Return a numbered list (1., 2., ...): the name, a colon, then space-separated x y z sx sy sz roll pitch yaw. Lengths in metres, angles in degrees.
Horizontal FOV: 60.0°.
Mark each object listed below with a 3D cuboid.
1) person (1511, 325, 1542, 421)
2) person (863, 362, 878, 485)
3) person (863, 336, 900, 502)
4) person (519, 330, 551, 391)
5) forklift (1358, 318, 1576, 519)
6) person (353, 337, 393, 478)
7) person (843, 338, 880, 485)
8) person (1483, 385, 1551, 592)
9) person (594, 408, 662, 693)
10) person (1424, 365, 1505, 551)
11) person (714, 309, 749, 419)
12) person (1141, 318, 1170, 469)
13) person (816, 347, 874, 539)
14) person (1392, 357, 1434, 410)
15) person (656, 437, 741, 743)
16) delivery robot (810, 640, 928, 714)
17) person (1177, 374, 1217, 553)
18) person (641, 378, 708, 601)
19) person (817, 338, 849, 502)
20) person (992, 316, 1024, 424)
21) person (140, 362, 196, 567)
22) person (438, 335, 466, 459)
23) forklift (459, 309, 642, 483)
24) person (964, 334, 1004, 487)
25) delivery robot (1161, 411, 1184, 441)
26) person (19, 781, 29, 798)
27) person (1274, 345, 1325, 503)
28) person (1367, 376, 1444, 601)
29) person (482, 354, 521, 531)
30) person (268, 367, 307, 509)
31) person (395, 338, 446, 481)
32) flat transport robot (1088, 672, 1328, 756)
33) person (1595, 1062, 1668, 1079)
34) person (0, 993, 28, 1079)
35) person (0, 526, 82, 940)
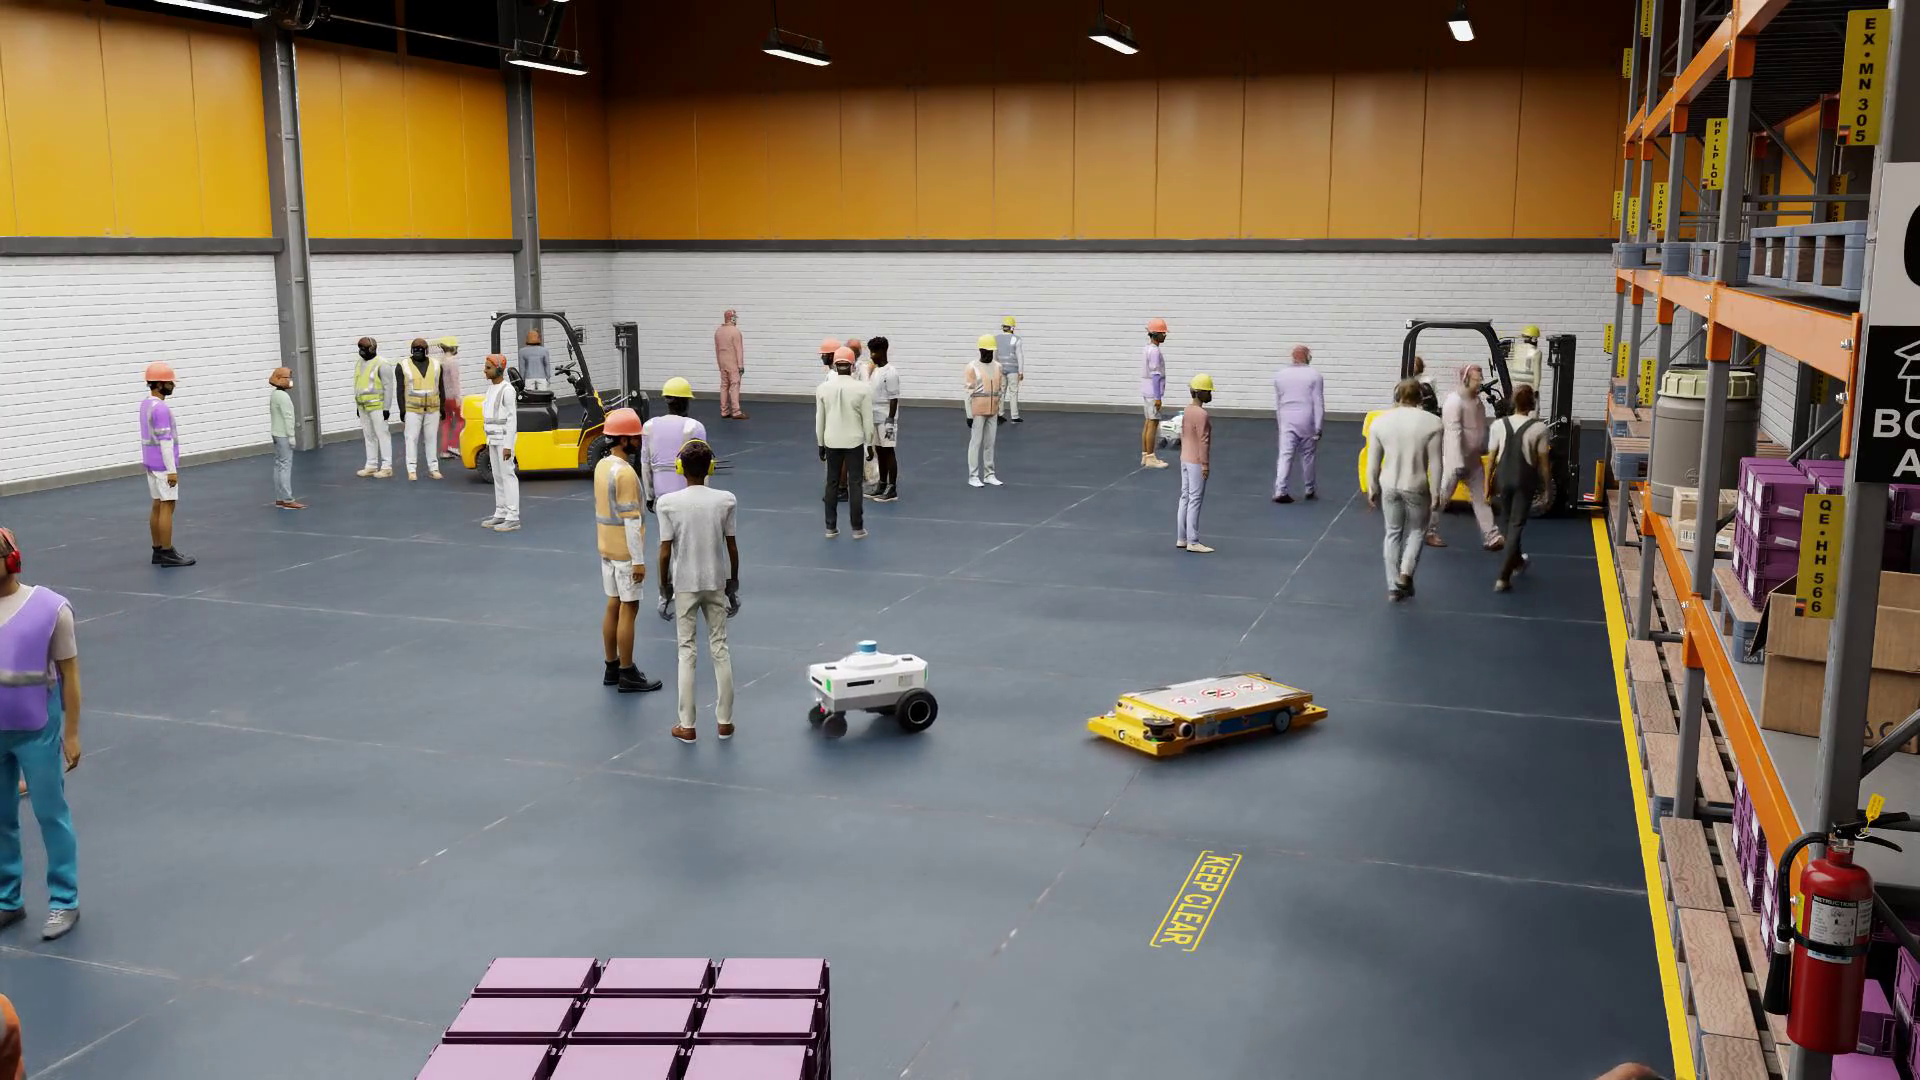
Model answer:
1. person: 8.631 -2.358 25.306 0.457 1.821 0.611 -6 11 -29
2. person: -1.087 -1.469 20.904 0.412 1.602 0.536 0 10 3
3. person: -0.924 -1.438 19.747 0.377 1.959 0.603 -4 11 -24
4. person: -6.998 -2.638 27.416 0.499 1.636 0.286 -2 10 -13
5. forklift: 5.787 -1.437 19.079 2.313 2.155 1.214 3 11 19
6. person: -7.687 -1.735 21.750 0.634 1.841 0.429 6 12 32
7. person: -1.297 -1.626 21.083 0.470 1.873 0.749 -5 11 -28
8. person: 4.980 -0.477 14.779 0.534 1.793 0.977 8 13 36
9. person: -2.271 0.068 11.325 0.358 1.936 0.552 -6 12 -32
10. person: 5.035 -0.807 16.489 0.672 1.848 1.014 -10 14 -44
11. person: -3.983 -3.066 29.063 0.636 1.911 0.406 9 14 42
12. person: 2.662 -1.994 22.643 0.373 2.043 0.615 -1 10 -4
13. person: -1.184 -1.006 17.258 0.620 1.988 0.408 3 10 14
14. person: 5.895 -1.589 21.628 0.539 1.596 0.870 9 13 41
15. person: -1.598 0.308 10.170 0.514 1.872 0.328 -4 11 -20
16. delivery robot: -0.571 0.874 10.417 0.707 0.478 0.477 -5 11 -25
17. person: 2.359 -0.763 16.496 0.321 1.765 0.533 -2 10 -13
18. person: -2.388 -0.405 14.038 0.590 1.920 0.386 3 10 16
19. person: -1.498 -1.413 19.669 0.373 1.935 0.552 1 10 3
20. person: 0.832 -2.890 28.277 0.590 1.835 0.404 6 12 30
21. person: -7.511 -0.714 15.730 0.371 1.935 0.551 -9 13 -40
22. person: -7.208 -2.018 23.577 0.560 1.747 0.412 10 14 43
23. forklift: -5.354 -1.902 21.697 2.313 2.155 1.214 -2 10 -13
24. person: 0.318 -1.621 20.897 0.585 1.922 0.390 -8 13 -39
25. delivery robot: 3.328 -1.686 24.833 0.707 0.478 0.477 -9 13 -40
26. person: -5.383 0.463 9.107 0.633 1.936 0.355 9 14 42
27. person: 4.013 -1.374 19.707 0.656 1.858 0.938 6 12 32
28. person: 3.783 -0.432 14.162 0.648 1.924 0.438 5 11 26
29. person: -4.905 -1.040 17.723 0.355 1.883 0.575 -8 13 -38
30. person: -7.795 -1.177 19.196 0.285 1.632 0.499 -8 13 -38
31. person: -6.950 -1.689 21.503 0.624 1.841 0.430 -7 12 -33
32. flat transport robot: 1.562 1.065 10.401 1.431 0.197 0.652 -7 12 -34
33. person: 1.133 1.707 2.959 0.559 1.630 0.370 -2 10 -11
34. person: -2.289 1.553 3.641 0.317 1.696 0.539 6 12 29
35. person: -4.128 0.832 7.283 0.570 1.843 0.372 0 10 0
